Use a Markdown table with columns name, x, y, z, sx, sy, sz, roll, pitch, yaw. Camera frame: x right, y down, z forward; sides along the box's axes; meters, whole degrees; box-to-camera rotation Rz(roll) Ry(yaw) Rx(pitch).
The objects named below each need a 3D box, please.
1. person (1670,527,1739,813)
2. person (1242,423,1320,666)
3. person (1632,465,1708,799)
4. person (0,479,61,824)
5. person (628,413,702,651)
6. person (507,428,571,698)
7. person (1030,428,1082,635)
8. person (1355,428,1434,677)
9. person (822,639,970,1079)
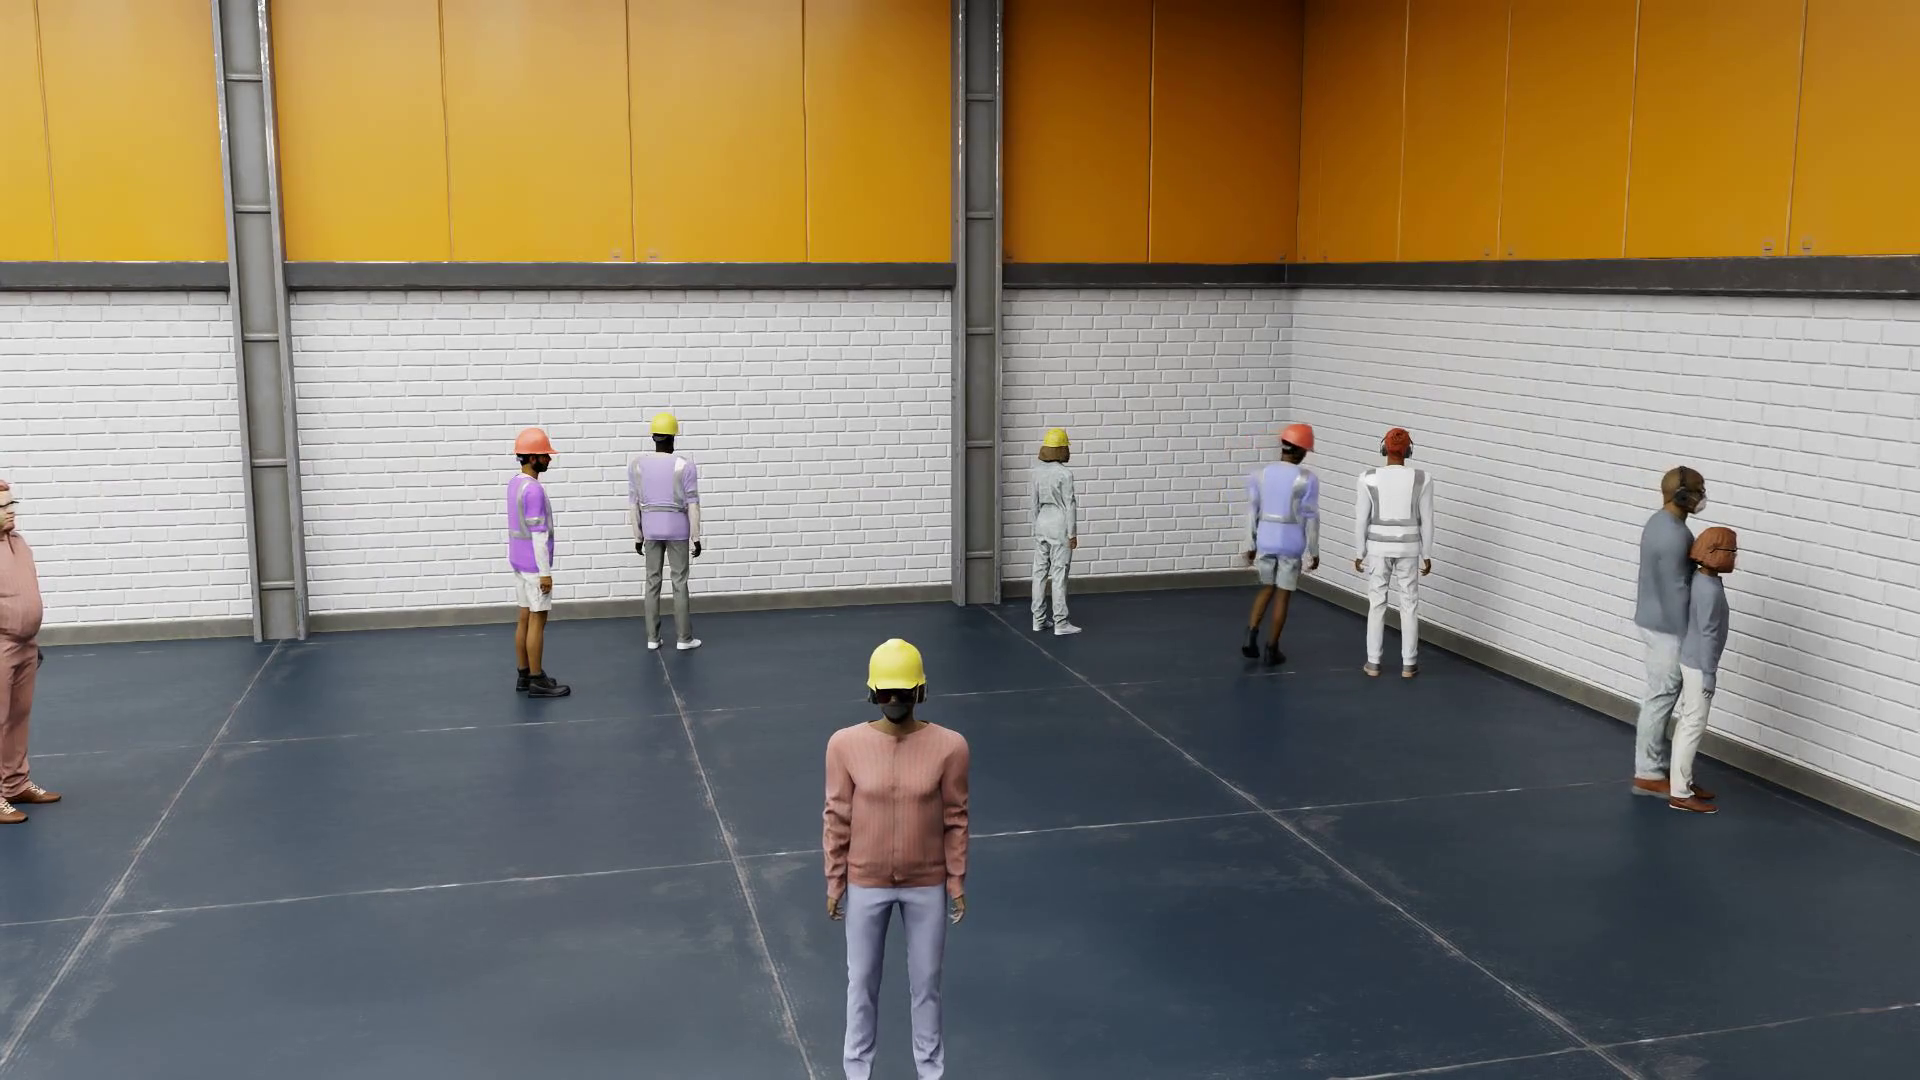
| name | x | y | z | sx | sy | sz | roll | pitch | yaw |
| --- | --- | --- | --- | --- | --- | --- | --- | --- | --- |
| person | 4.209 | 0.724 | 9.423 | 0.283 | 1.624 | 0.494 | 3 | 9 | 16 |
| person | 2.499 | 0.046 | 12.820 | 0.570 | 1.896 | 0.401 | 7 | 11 | 37 |
| person | 4.119 | 0.529 | 9.661 | 0.381 | 1.939 | 0.639 | 3 | 10 | 17 |
| person | -5.325 | 0.606 | 9.276 | 0.403 | 1.906 | 0.651 | 0 | 9 | -1 |
| person | -2.359 | -0.059 | 13.366 | 0.587 | 1.928 | 0.363 | 1 | 9 | 9 |
| person | -3.040 | 0.164 | 11.939 | 0.356 | 1.937 | 0.552 | -6 | 11 | -31 |
| person | 0.805 | -0.075 | 14.040 | 0.294 | 1.744 | 0.487 | -9 | 13 | -44 |
| person | 3.267 | 0.097 | 12.526 | 0.573 | 1.883 | 0.354 | 2 | 9 | 14 |
| person | -0.224 | 1.215 | 5.914 | 0.524 | 1.769 | 0.308 | -1 | 9 | -4 |
